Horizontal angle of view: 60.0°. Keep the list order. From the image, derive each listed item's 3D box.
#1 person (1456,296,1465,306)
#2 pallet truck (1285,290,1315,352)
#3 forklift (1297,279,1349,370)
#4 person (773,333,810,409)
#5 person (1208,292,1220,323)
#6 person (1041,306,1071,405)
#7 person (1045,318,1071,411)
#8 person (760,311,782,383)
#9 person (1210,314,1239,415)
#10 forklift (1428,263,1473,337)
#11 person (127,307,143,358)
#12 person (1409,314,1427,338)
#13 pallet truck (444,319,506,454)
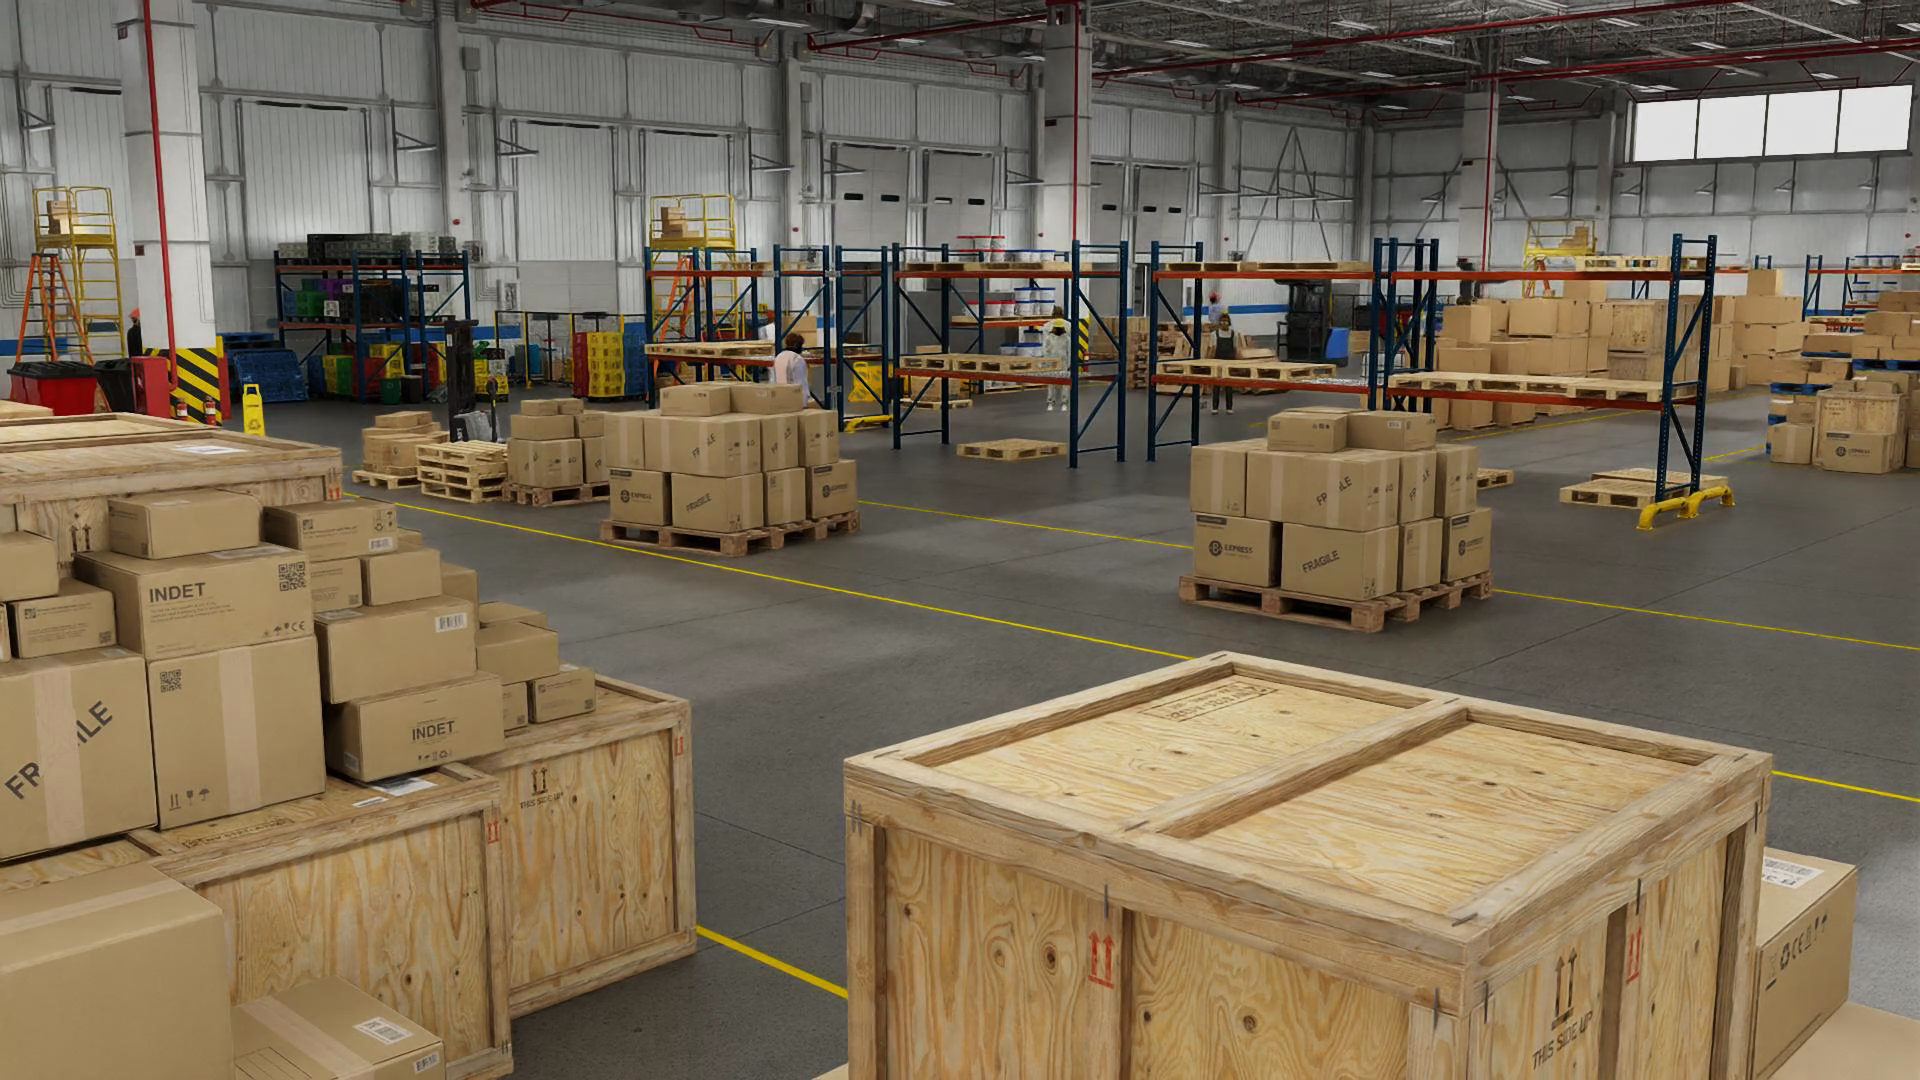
[{"bbox_3d":[13.252,-5.509,44.211,0.629,1.936,0.371,6,11,31],"label":"person"},{"bbox_3d":[11.297,-6.951,52.861,1.885,1.965,0.823,-5,11,-29],"label":"pallet truck"},{"bbox_3d":[9.351,-5.927,43.884,1.873,2.768,1.129,-8,12,-41],"label":"forklift"},{"bbox_3d":[-2.147,-1.744,21.490,0.429,1.843,0.638,-7,12,-37],"label":"person"},{"bbox_3d":[8.114,-6.942,53.009,0.544,1.926,0.543,-3,10,-20],"label":"person"},{"bbox_3d":[1.910,-3.593,32.525,0.679,1.927,0.377,-1,9,-7],"label":"person"},{"bbox_3d":[1.839,-3.277,31.141,0.487,1.736,0.331,1,9,7],"label":"person"},{"bbox_3d":[-3.611,-3.607,32.872,0.639,1.831,0.962,0,9,2],"label":"person"},{"bbox_3d":[4.814,-3.200,30.328,0.513,1.845,0.334,1,9,5],"label":"person"},{"bbox_3d":[14.120,-6.374,46.625,1.873,2.768,1.129,3,10,15],"label":"forklift"},{"bbox_3d":[-14.099,-3.002,28.659,0.612,1.995,0.382,8,12,41],"label":"person"},{"bbox_3d":[12.876,-5.775,46.785,0.534,1.617,0.377,6,11,33],"label":"person"},{"bbox_3d":[-6.981,-1.942,22.150,1.885,1.965,0.823,1,9,9],"label":"pallet truck"}]
